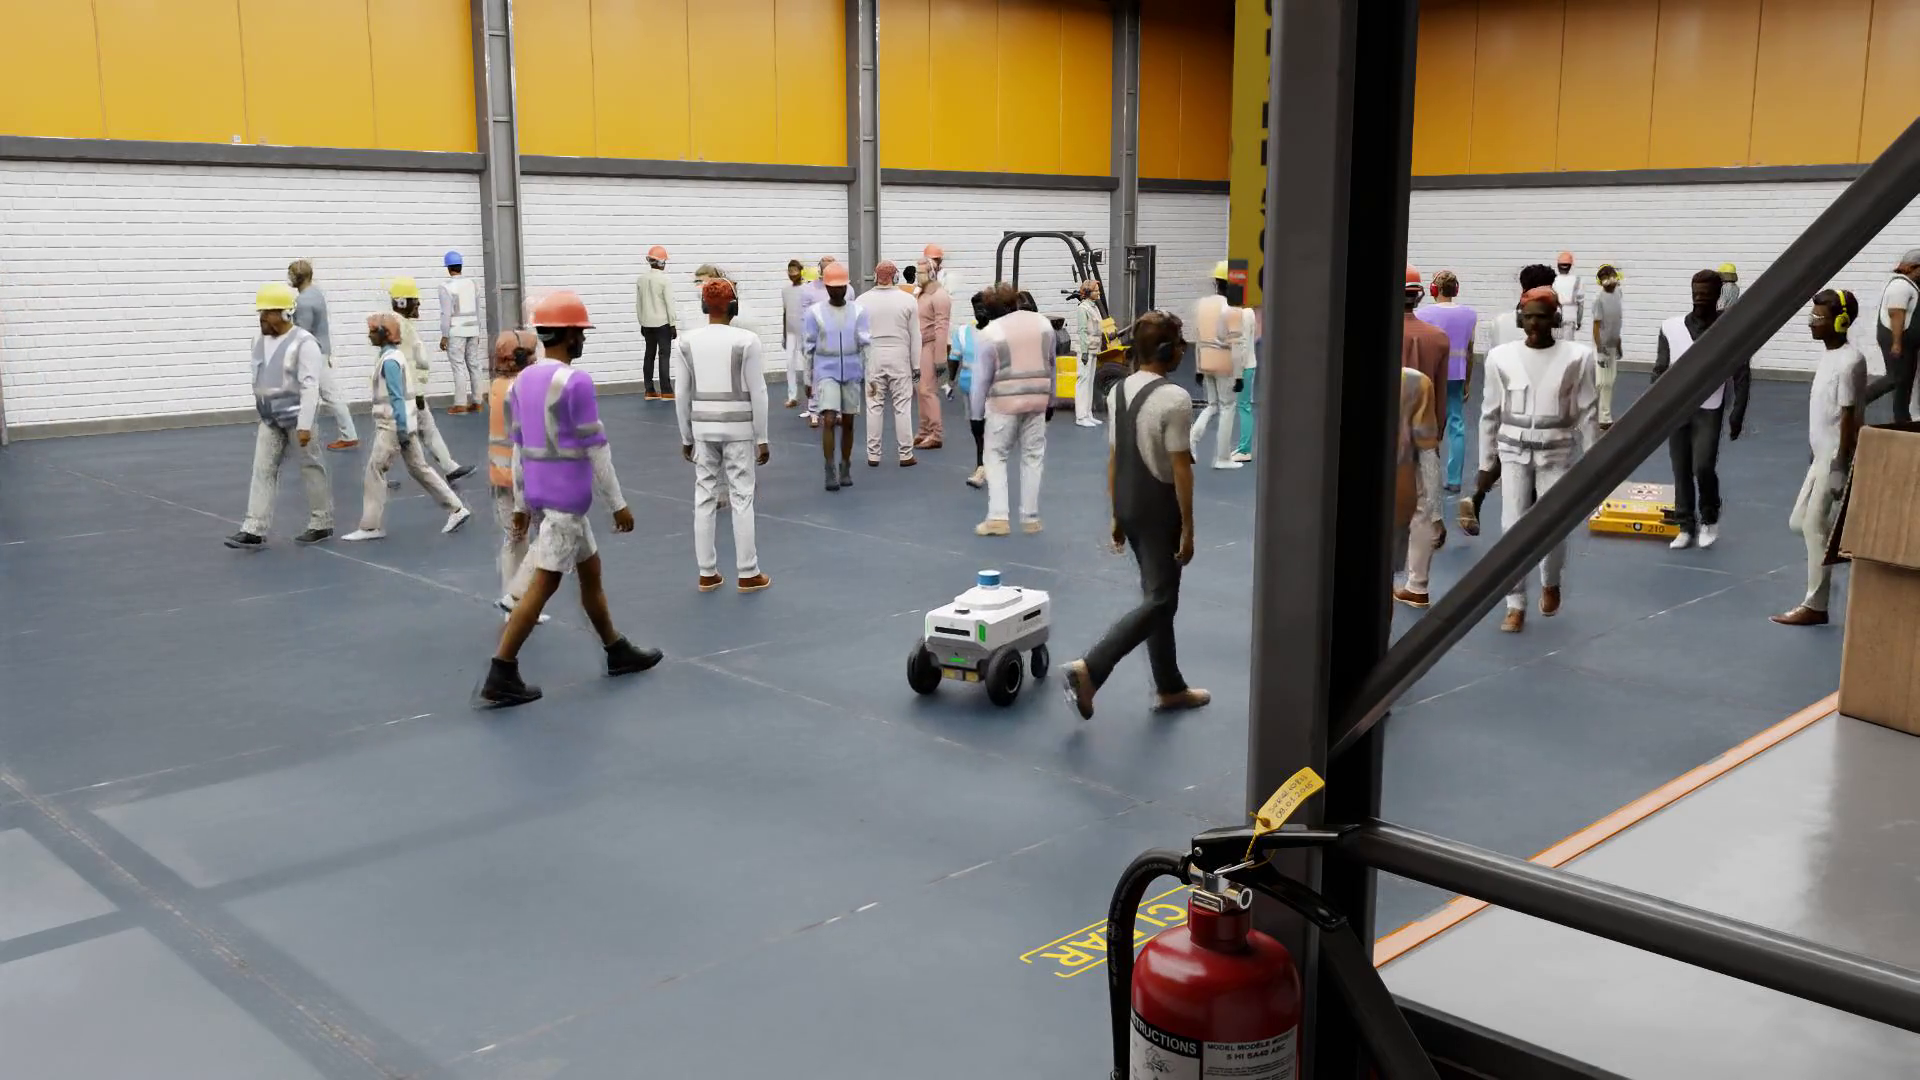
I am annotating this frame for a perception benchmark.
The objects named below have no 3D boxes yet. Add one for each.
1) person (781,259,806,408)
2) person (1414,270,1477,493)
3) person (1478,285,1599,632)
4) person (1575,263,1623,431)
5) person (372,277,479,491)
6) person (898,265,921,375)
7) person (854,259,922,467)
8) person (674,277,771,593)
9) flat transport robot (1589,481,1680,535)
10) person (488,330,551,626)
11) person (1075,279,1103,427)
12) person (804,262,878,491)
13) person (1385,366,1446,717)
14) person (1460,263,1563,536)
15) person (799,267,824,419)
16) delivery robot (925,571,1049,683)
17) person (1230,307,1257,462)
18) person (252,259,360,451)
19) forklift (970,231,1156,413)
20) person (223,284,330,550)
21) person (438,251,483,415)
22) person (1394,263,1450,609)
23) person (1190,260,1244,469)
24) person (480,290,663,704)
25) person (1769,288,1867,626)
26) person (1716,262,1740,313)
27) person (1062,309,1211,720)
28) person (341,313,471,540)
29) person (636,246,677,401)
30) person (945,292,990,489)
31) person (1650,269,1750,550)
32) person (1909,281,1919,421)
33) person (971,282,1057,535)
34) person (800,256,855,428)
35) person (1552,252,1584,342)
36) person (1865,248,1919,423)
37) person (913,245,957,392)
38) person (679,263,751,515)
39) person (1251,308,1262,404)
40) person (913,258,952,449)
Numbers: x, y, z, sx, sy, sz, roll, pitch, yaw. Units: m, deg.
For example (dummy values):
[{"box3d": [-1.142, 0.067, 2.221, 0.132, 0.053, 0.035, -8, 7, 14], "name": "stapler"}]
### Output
[{"box3d": [-1.981, -2.590, 20.835, 0.524, 1.841, 0.781, 4, 11, 23], "name": "person"}, {"box3d": [3.973, -1.292, 13.715, 0.565, 1.847, 0.396, -3, 11, -14], "name": "person"}, {"box3d": [3.112, -0.430, 8.957, 0.631, 1.866, 0.479, 5, 12, 27], "name": "person"}, {"box3d": [7.018, -2.081, 18.092, 0.651, 1.832, 0.347, -8, 13, -39], "name": "person"}, {"box3d": [-4.573, -1.297, 13.914, 0.941, 1.776, 0.621, -2, 11, -13], "name": "person"}, {"box3d": [-0.747, -3.208, 24.600, 0.533, 1.691, 0.321, 5, 12, 26], "name": "person"}, {"box3d": [-0.663, -1.624, 15.364, 0.639, 1.909, 0.406, 1, 10, 6], "name": "person"}, {"box3d": [-1.409, -0.617, 9.940, 0.573, 1.883, 0.353, 3, 11, 15], "name": "person"}, {"box3d": [5.085, -0.253, 12.350, 0.652, 0.197, 1.431, 5, 11, 25], "name": "flat transport robot"}, {"box3d": [-2.372, -0.326, 9.052, 0.369, 1.625, 0.518, -7, 13, -35], "name": "person"}, {"box3d": [1.441, -2.095, 18.666, 0.308, 1.640, 0.511, 4, 11, 19], "name": "person"}, {"box3d": [-0.994, -1.357, 13.923, 0.567, 1.902, 0.832, -2, 11, -13], "name": "person"}, {"box3d": [1.875, -0.157, 7.483, 0.601, 1.884, 0.973, 1, 10, 6], "name": "person"}, {"box3d": [3.817, -0.926, 11.437, 0.710, 1.950, 0.610, -7, 12, -33], "name": "person"}, {"box3d": [-1.648, -2.289, 19.386, 0.526, 1.765, 0.329, 6, 12, 31], "name": "person"}, {"box3d": [0.137, 0.388, 7.829, 0.477, 0.478, 0.707, 6, 12, 29], "name": "delivery robot"}, {"box3d": [2.651, -1.621, 15.722, 0.297, 1.772, 0.533, 2, 11, 12], "name": "person"}, {"box3d": [-6.458, -1.795, 16.337, 1.032, 1.884, 0.654, -3, 11, -14], "name": "person"}, {"box3d": [1.222, -2.721, 20.561, 2.313, 2.155, 1.214, 2, 11, 13], "name": "forklift"}, {"box3d": [-4.627, -0.809, 11.201, 0.626, 1.796, 0.846, 5, 11, 25], "name": "person"}, {"box3d": [-5.955, -2.456, 19.800, 0.403, 1.944, 0.606, 6, 12, 29], "name": "person"}, {"box3d": [2.474, -0.581, 9.471, 0.617, 1.986, 0.408, -4, 11, -19], "name": "person"}, {"box3d": [2.329, -1.572, 15.075, 0.545, 1.908, 0.599, -6, 12, -32], "name": "person"}, {"box3d": [-1.854, -0.207, 7.724, 1.017, 1.890, 0.549, -9, 13, -39], "name": "person"}, {"box3d": [4.777, -0.433, 9.027, 0.502, 1.852, 0.541, 3, 11, 18], "name": "person"}, {"box3d": [10.951, -3.099, 23.857, 0.487, 1.744, 0.295, -8, 13, -39], "name": "person"}, {"box3d": [0.790, -0.092, 7.250, 0.790, 1.823, 0.518, -6, 12, -30], "name": "person"}, {"box3d": [-3.922, -0.805, 11.747, 0.853, 1.601, 0.515, -3, 11, -14], "name": "person"}, {"box3d": [-3.904, -2.801, 21.546, 0.626, 1.991, 0.393, 7, 12, 33], "name": "person"}, {"box3d": [0.162, -1.283, 14.200, 0.540, 1.654, 0.840, 5, 12, 26], "name": "person"}, {"box3d": [4.982, -0.872, 11.277, 0.594, 1.903, 0.455, 10, 15, 44], "name": "person"}, {"box3d": [10.512, -2.132, 18.410, 0.661, 1.810, 0.547, -2, 11, -8], "name": "person"}, {"box3d": [0.390, -0.922, 11.854, 0.672, 1.809, 0.445, -5, 11, -23], "name": "person"}, {"box3d": [-1.456, -2.203, 18.527, 0.652, 1.906, 0.403, -4, 11, -19], "name": "person"}, {"box3d": [8.689, -3.195, 24.002, 0.557, 1.877, 1.048, 3, 11, 18], "name": "person"}, {"box3d": [10.181, -2.200, 18.139, 0.745, 2.000, 0.730, 7, 13, 35], "name": "person"}, {"box3d": [-0.365, -3.002, 22.629, 0.631, 1.985, 1.034, 8, 13, 36], "name": "person"}, {"box3d": [-1.884, -1.141, 12.685, 0.628, 1.925, 0.451, 7, 12, 32], "name": "person"}, {"box3d": [3.751, -2.571, 20.937, 0.539, 1.750, 0.566, -3, 11, -18], "name": "person"}, {"box3d": [-0.327, -1.873, 16.734, 0.411, 1.905, 0.684, -4, 11, -19], "name": "person"}]
